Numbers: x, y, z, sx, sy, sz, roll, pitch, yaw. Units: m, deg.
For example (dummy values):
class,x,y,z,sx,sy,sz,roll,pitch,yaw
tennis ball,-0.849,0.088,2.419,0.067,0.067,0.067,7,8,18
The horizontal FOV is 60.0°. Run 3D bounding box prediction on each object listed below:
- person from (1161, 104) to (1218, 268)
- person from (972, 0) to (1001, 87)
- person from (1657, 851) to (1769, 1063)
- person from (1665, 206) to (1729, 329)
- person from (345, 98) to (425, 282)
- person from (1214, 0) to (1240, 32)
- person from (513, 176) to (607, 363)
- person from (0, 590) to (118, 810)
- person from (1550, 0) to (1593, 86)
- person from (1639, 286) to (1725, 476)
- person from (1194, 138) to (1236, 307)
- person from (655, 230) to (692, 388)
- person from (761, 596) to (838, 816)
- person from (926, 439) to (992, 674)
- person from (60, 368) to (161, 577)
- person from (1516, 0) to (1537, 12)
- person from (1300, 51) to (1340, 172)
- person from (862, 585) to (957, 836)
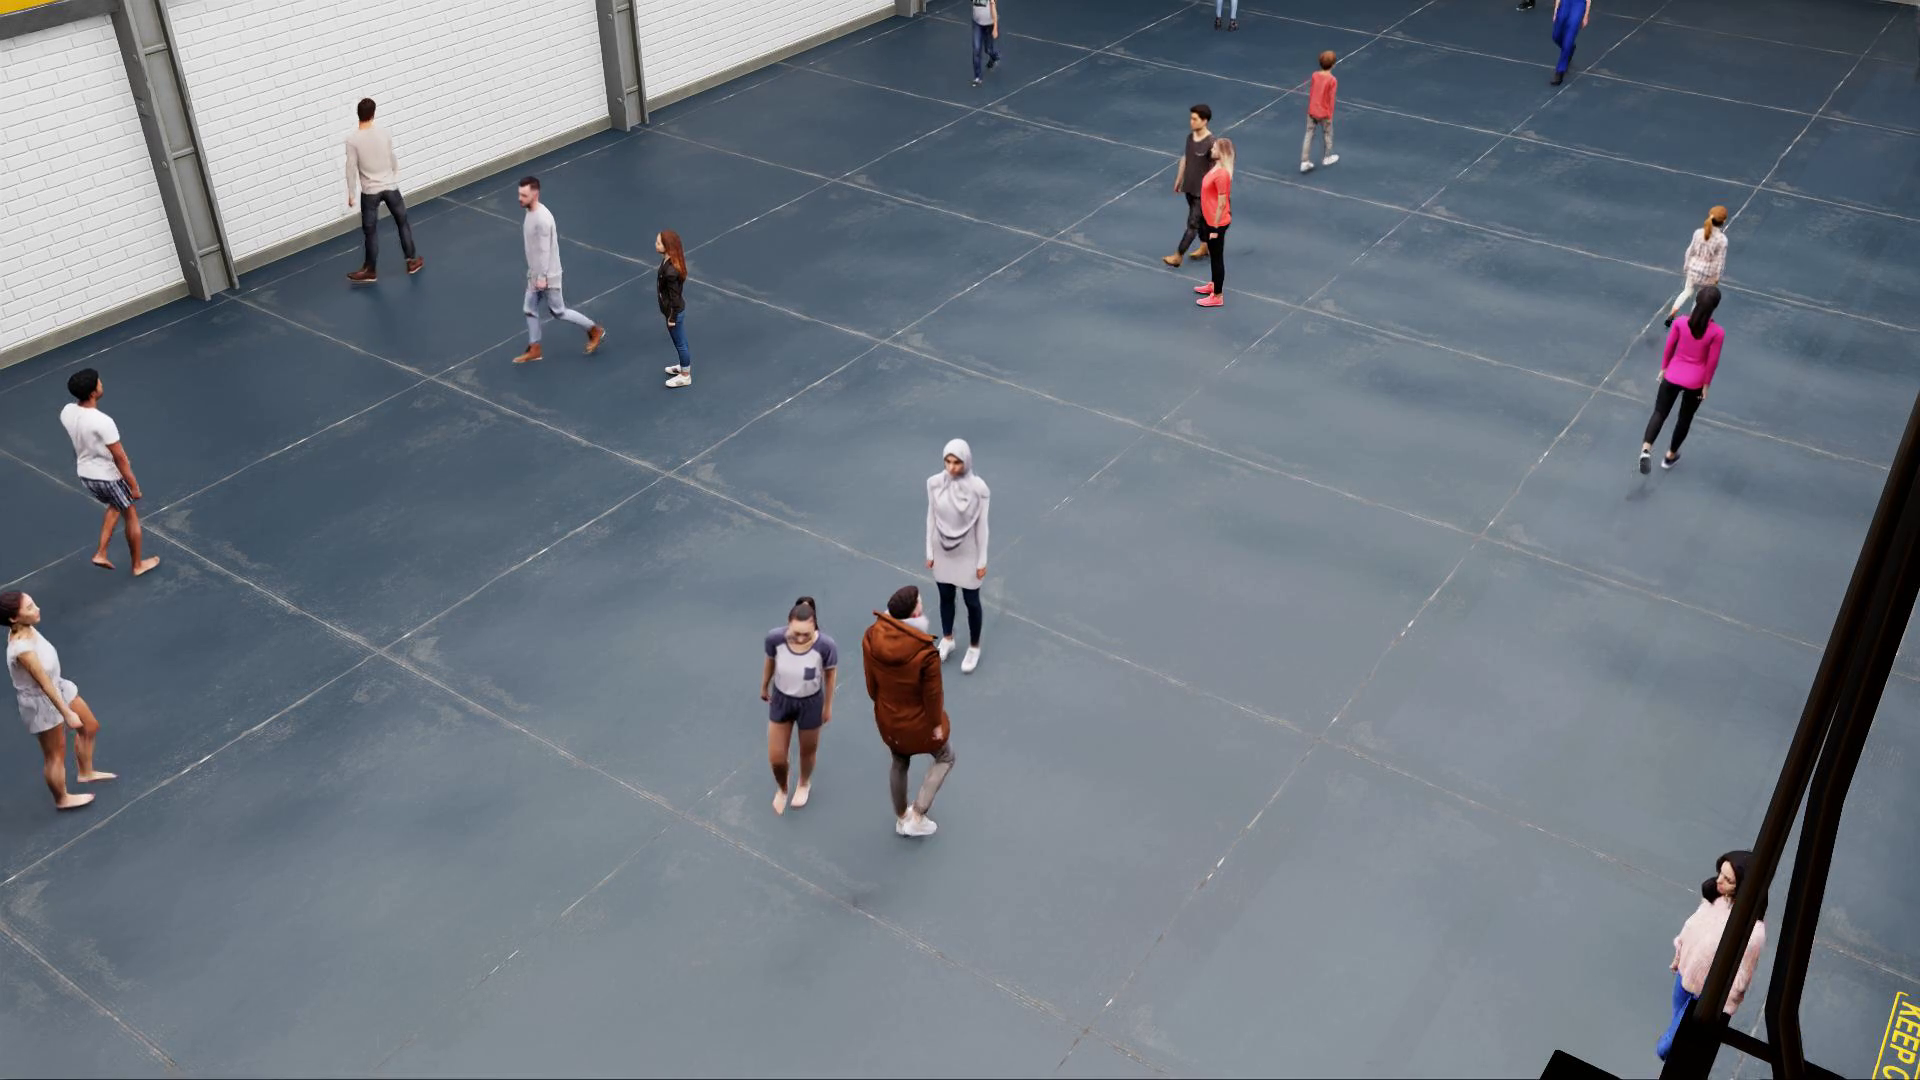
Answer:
class,x,y,z,sx,sy,sz,roll,pitch,yaw
person,2.536,-3.669,17.173,1.083,1.686,0.908,-17,37,-24
person,0.332,-6.863,22.134,0.723,1.514,1.089,12,36,18
person,3.778,2.222,8.241,0.842,1.763,0.755,-1,34,-1
person,7.022,-2.546,15.832,0.787,1.301,0.669,-20,39,-27
person,-5.914,-3.509,16.791,1.092,1.841,0.697,25,41,33
person,3.895,-8.270,24.064,0.631,1.721,0.592,13,36,19
person,-3.730,-2.468,15.262,1.218,1.801,0.951,-20,39,-28
person,-5.696,1.011,10.213,0.741,1.597,0.694,-11,35,-16
person,8.166,-7.035,22.103,0.638,1.834,1.049,22,39,29
person,5.869,-1.257,13.549,0.609,1.680,0.967,24,41,32
person,2.532,-3.137,16.365,0.732,1.693,0.623,3,34,5
person,-2.576,-2.104,15.001,0.697,1.483,0.637,-6,34,-8
person,-0.977,0.961,10.256,0.763,1.632,0.762,6,34,10
person,-0.011,0.086,11.443,0.647,1.776,0.590,14,36,20
person,-6.366,-0.430,12.275,0.732,1.713,0.770,13,36,19
person,8.705,-8.633,25.041,0.746,1.243,0.674,-9,35,-13
person,4.163,-4.981,19.408,0.604,1.397,0.828,26,42,34
person,-0.338,1.088,9.885,0.715,1.832,0.671,20,38,27
